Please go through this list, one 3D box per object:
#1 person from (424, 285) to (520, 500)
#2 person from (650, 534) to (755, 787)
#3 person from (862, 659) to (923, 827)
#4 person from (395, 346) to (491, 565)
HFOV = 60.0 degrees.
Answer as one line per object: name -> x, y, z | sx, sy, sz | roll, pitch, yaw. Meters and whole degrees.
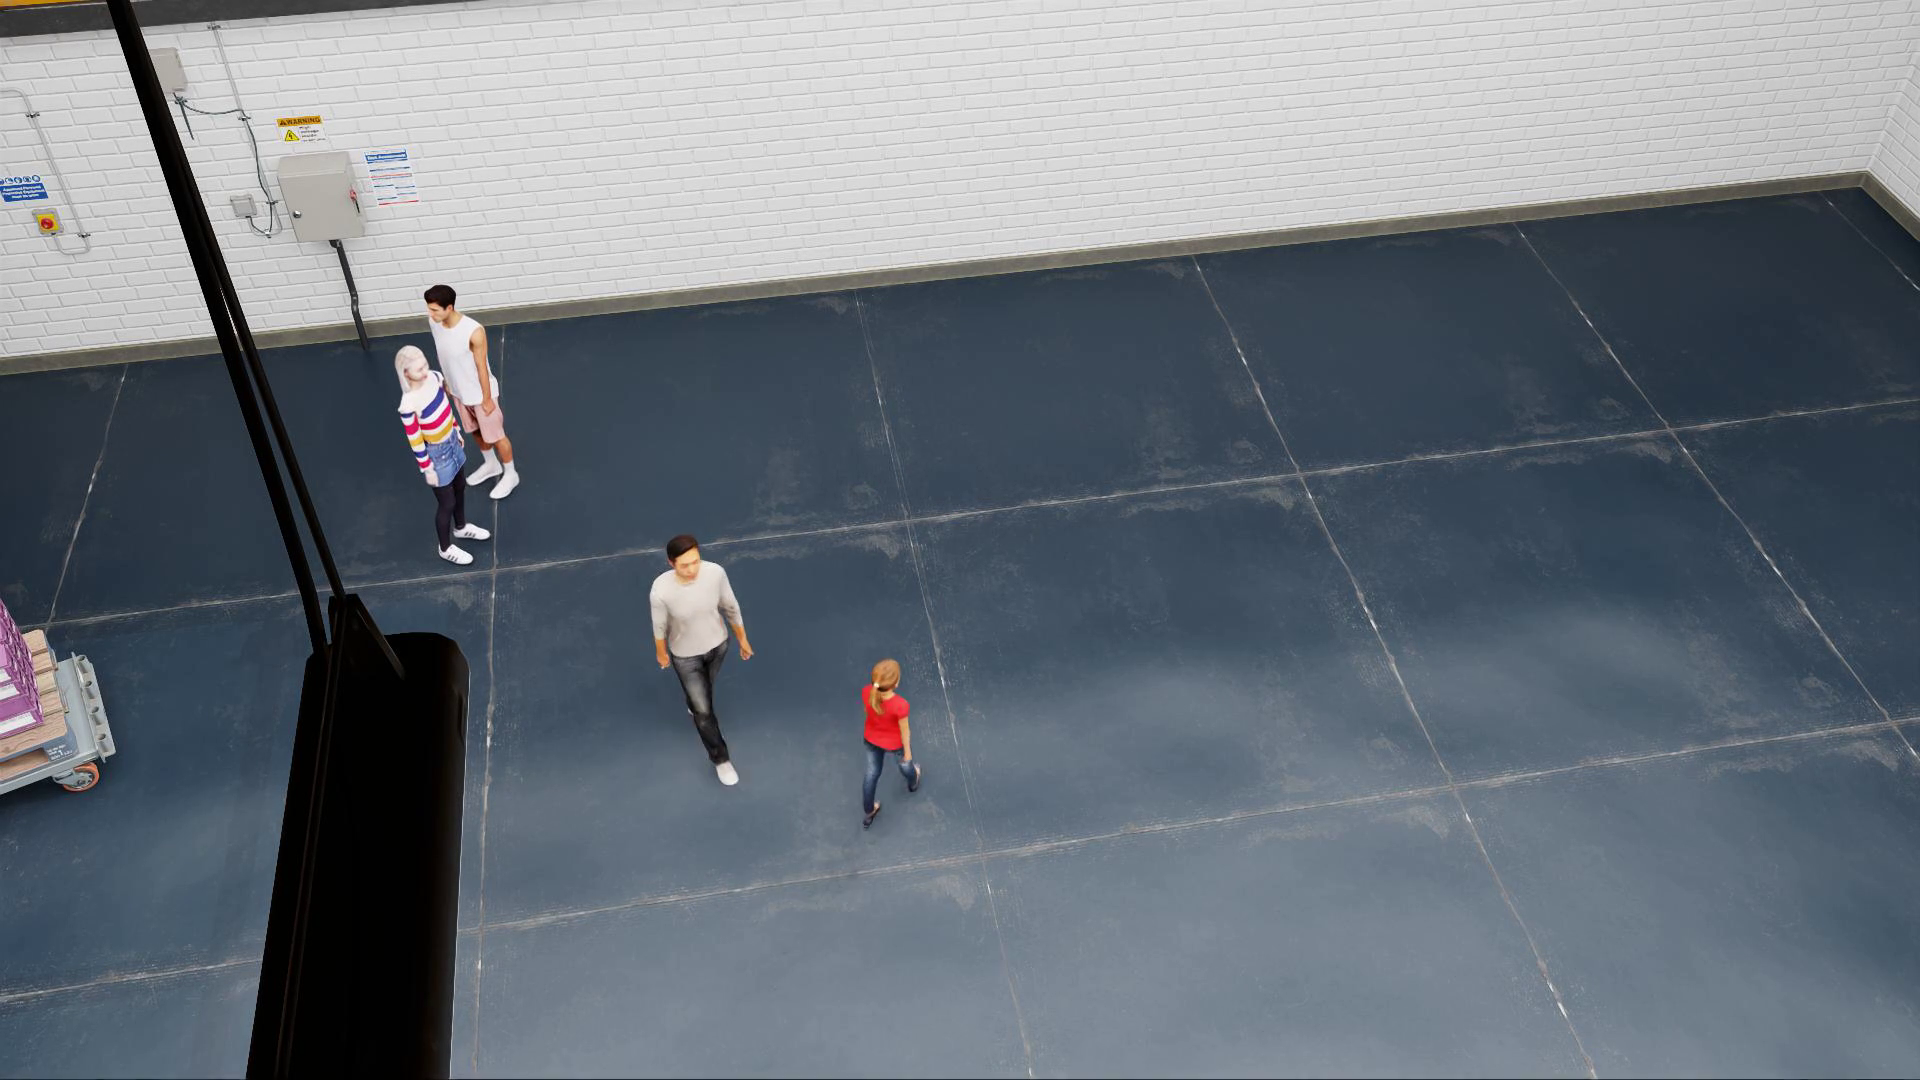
person -> -3.462, -1.093, 11.868 | 0.736, 1.780, 0.788 | 24, 49, 23
person -> -1.632, 0.572, 10.114 | 0.930, 1.786, 1.136 | -26, 49, -24
person -> -0.473, 1.205, 9.814 | 0.745, 1.285, 0.861 | 18, 47, 18
person -> -3.551, -0.593, 11.325 | 0.769, 1.804, 0.597 | 8, 44, 8
